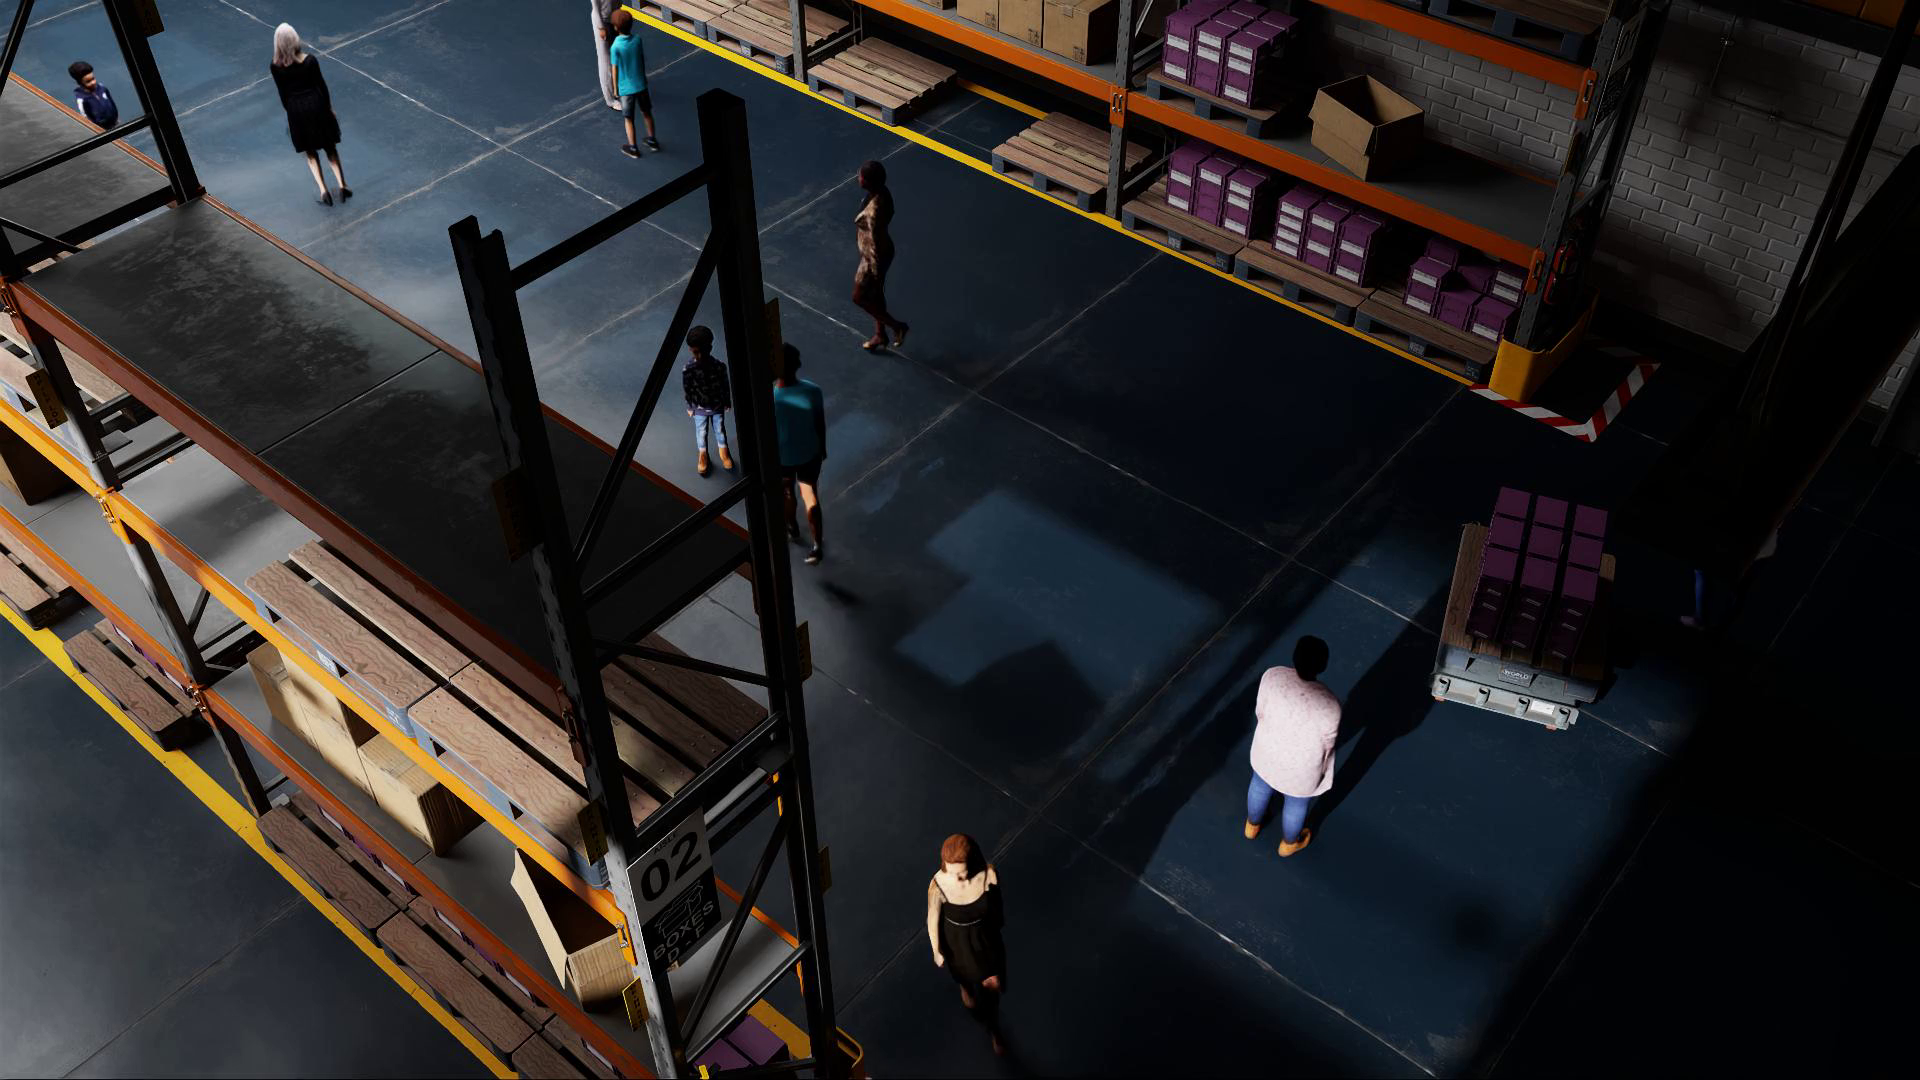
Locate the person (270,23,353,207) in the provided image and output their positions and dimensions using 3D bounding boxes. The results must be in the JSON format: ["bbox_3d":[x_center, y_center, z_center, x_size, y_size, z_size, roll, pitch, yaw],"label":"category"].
[{"bbox_3d":[-5.877,-3.841,15.031,0.698,1.746,0.723,-14,45,-14],"label":"person"}]

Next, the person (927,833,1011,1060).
[{"bbox_3d":[0.008,2.037,8.967,0.841,1.599,0.938,-12,45,-12],"label":"person"}]

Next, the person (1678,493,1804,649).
[{"bbox_3d":[5.189,0.137,10.907,0.720,1.675,0.759,-9,44,-10],"label":"person"}]

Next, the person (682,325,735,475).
[{"bbox_3d":[-1.894,-1.061,12.471,0.585,1.251,0.632,-10,45,-11],"label":"person"}]

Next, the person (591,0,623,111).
[{"bbox_3d":[-3.480,-5.127,16.360,0.648,1.774,0.655,14,45,14],"label":"person"}]

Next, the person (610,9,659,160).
[{"bbox_3d":[-3.105,-4.336,15.766,0.496,1.448,0.525,34,53,30],"label":"person"}]

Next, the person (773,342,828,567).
[{"bbox_3d":[-1.124,-0.537,11.558,0.991,1.752,1.119,-12,45,-13],"label":"person"}]

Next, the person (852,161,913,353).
[{"bbox_3d":[-0.595,-2.228,13.311,0.813,1.783,0.730,9,44,10],"label":"person"}]

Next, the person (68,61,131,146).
[{"bbox_3d":[-8.005,-3.899,15.480,0.646,1.211,0.583,23,48,22],"label":"person"}]

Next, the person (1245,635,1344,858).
[{"bbox_3d":[1.940,1.200,9.743,0.533,1.741,0.733,30,51,28],"label":"person"}]
